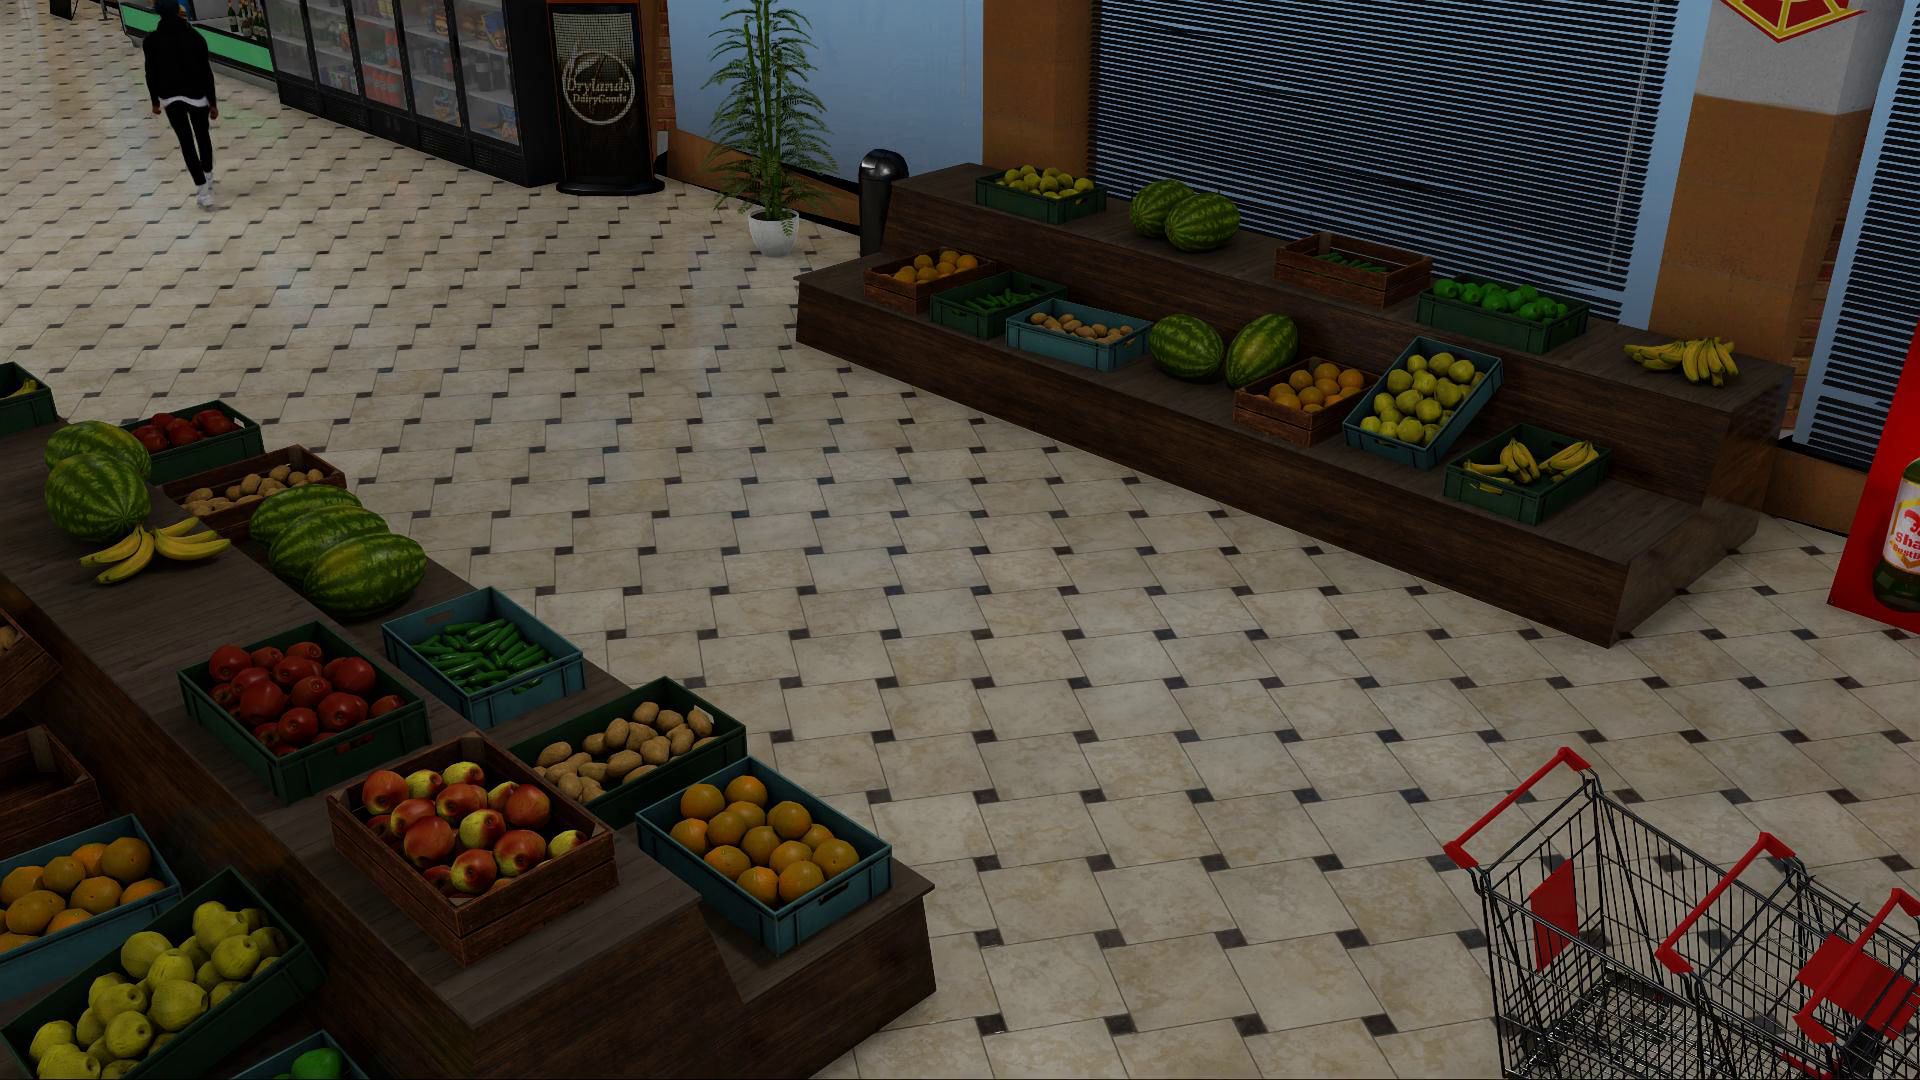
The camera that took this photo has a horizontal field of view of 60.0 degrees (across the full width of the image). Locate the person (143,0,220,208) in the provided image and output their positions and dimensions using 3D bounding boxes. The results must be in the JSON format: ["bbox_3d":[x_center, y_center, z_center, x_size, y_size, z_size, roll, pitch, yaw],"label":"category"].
[{"bbox_3d":[-6.710,-3.775,14.426,0.886,1.774,1.234,-16,31,-28],"label":"person"}]
